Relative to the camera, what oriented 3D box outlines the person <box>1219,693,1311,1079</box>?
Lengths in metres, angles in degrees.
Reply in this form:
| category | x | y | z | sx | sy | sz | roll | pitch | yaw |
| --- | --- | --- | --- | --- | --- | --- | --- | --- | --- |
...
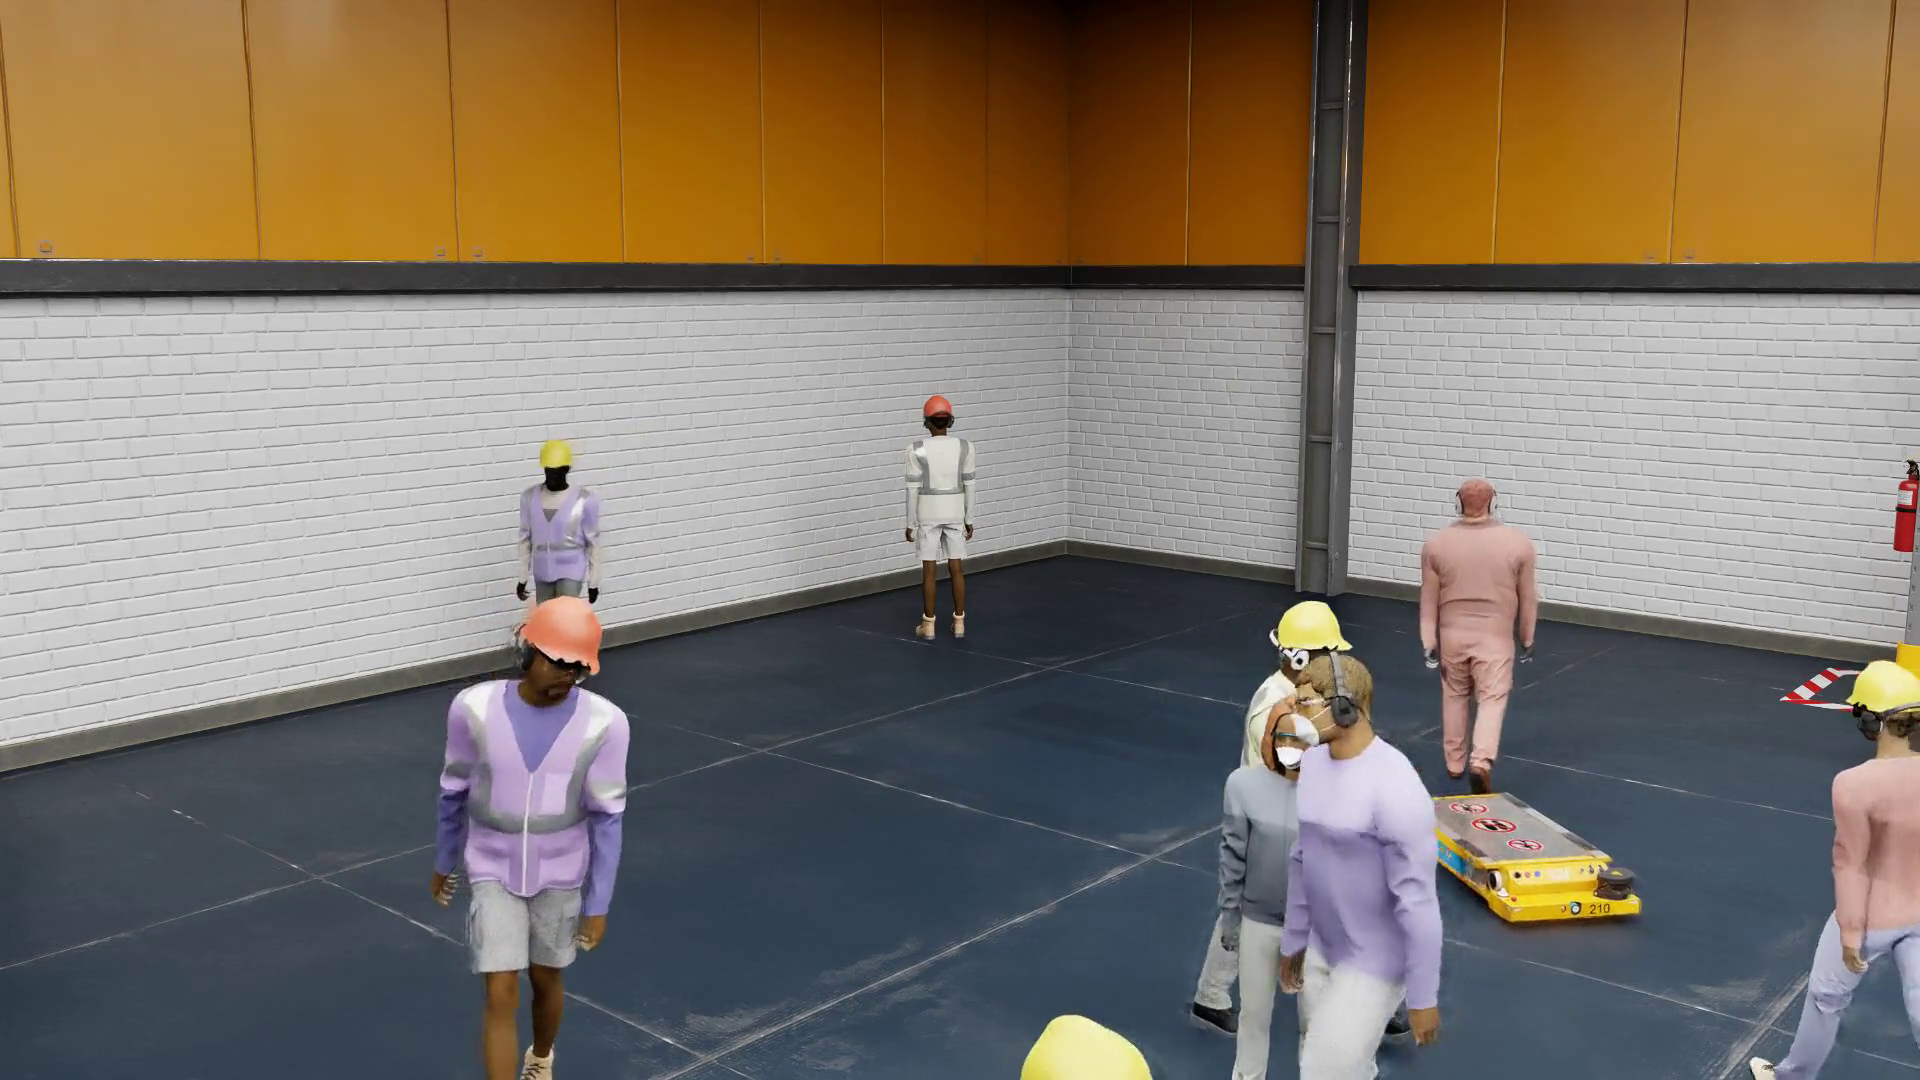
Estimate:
| category | x | y | z | sx | sy | sz | roll | pitch | yaw |
| --- | --- | --- | --- | --- | --- | --- | --- | --- | --- |
| person | 1.133 | 1.321 | 5.696 | 0.501 | 1.633 | 0.281 | 3 | 10 | 19 |

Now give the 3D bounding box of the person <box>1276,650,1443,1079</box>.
| category | x | y | z | sx | sy | sz | roll | pitch | yaw |
| --- | --- | --- | --- | --- | --- | --- | --- | --- | --- |
| person | 1.161 | 1.288 | 5.039 | 0.450 | 1.912 | 0.658 | -2 | 9 | -14 |

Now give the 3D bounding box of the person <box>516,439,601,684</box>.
| category | x | y | z | sx | sy | sz | roll | pitch | yaw |
| --- | --- | --- | --- | --- | --- | --- | --- | --- | --- |
| person | -2.812 | 0.216 | 11.802 | 0.596 | 1.903 | 0.779 | 3 | 9 | 16 |

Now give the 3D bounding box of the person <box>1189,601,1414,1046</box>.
| category | x | y | z | sx | sy | sz | roll | pitch | yaw |
| --- | --- | --- | --- | --- | --- | --- | --- | --- | --- |
| person | 1.337 | 1.123 | 6.469 | 0.936 | 1.783 | 0.598 | 5 | 10 | 30 |

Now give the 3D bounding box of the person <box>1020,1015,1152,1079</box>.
| category | x | y | z | sx | sy | sz | roll | pitch | yaw |
| --- | --- | --- | --- | --- | --- | --- | --- | --- | --- |
| person | 0.215 | 1.694 | 2.808 | 0.433 | 1.814 | 0.597 | 7 | 11 | 37 |

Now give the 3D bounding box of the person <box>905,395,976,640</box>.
| category | x | y | z | sx | sy | sz | roll | pitch | yaw |
| --- | --- | --- | --- | --- | --- | --- | --- | --- | --- |
| person | -0.174 | -0.187 | 13.879 | 0.606 | 2.046 | 0.371 | -3 | 9 | -16 |

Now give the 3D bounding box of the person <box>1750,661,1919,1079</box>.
| category | x | y | z | sx | sy | sz | roll | pitch | yaw |
| --- | --- | --- | --- | --- | --- | --- | --- | --- | --- |
| person | 3.185 | 1.274 | 5.720 | 0.531 | 1.723 | 0.897 | -2 | 9 | -12 |

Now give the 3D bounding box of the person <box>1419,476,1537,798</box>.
| category | x | y | z | sx | sy | sz | roll | pitch | yaw |
| --- | --- | --- | --- | --- | --- | --- | --- | --- | --- |
| person | 3.002 | 0.567 | 9.692 | 0.646 | 1.874 | 0.880 | 4 | 10 | 24 |

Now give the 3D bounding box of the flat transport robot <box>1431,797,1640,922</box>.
| category | x | y | z | sx | sy | sz | roll | pitch | yaw |
| --- | --- | --- | --- | --- | --- | --- | --- | --- | --- |
| flat transport robot | 2.752 | 1.564 | 8.434 | 0.652 | 0.197 | 1.431 | -2 | 9 | -9 |

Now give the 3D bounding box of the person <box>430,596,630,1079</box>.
| category | x | y | z | sx | sy | sz | roll | pitch | yaw |
| --- | --- | --- | --- | --- | --- | --- | --- | --- | --- |
| person | -1.464 | 1.161 | 5.630 | 0.697 | 1.973 | 0.932 | -2 | 9 | -10 |
